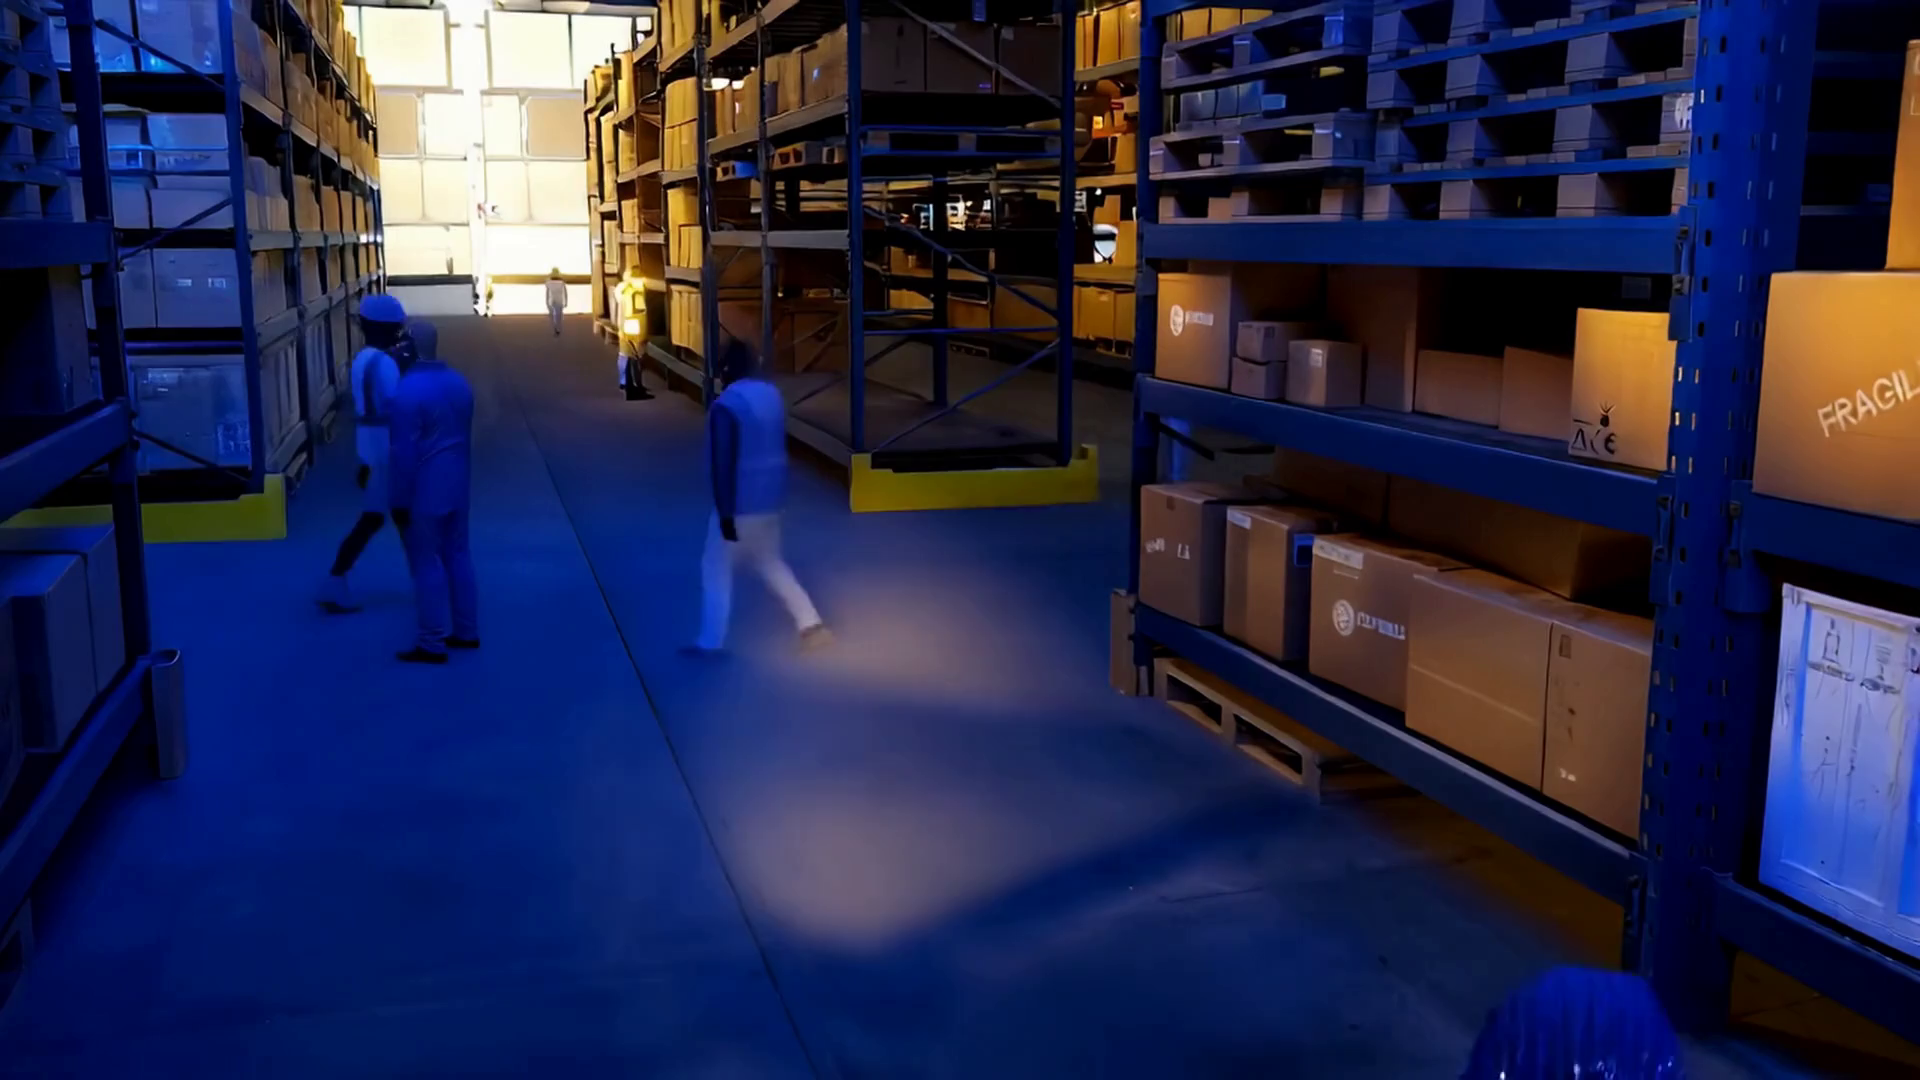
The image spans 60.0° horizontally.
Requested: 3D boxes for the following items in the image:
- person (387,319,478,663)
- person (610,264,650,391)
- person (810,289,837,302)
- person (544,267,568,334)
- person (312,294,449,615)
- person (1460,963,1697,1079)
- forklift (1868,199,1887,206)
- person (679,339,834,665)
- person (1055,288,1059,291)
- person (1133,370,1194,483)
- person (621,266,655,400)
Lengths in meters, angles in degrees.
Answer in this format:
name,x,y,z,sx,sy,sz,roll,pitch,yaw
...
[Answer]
name,x,y,z,sx,sy,sz,roll,pitch,yaw
person,-2.960,-0.272,9.261,0.399,1.901,0.648,3,11,18
person,-5.018,-3.219,25.301,0.635,1.937,0.353,6,12,30
person,-3.092,-5.424,37.727,0.633,1.817,0.749,-1,10,-5
person,-9.773,-5.777,40.165,0.576,1.623,0.428,1,10,6
person,-3.658,-0.548,10.495,1.033,2.003,0.607,-7,12,-33
person,0.638,1.258,1.697,0.321,1.597,0.617,2,11,11
forklift,11.338,-2.915,21.052,1.129,2.768,1.873,-3,11,-17
person,-1.116,-0.204,9.170,0.720,1.798,0.646,6,12,29
person,2.625,-6.092,41.146,0.956,1.897,0.620,10,14,44
person,1.843,-1.221,14.597,0.654,1.842,1.040,3,11,15
person,-4.654,-2.984,24.020,0.365,1.933,0.551,-8,13,-39
